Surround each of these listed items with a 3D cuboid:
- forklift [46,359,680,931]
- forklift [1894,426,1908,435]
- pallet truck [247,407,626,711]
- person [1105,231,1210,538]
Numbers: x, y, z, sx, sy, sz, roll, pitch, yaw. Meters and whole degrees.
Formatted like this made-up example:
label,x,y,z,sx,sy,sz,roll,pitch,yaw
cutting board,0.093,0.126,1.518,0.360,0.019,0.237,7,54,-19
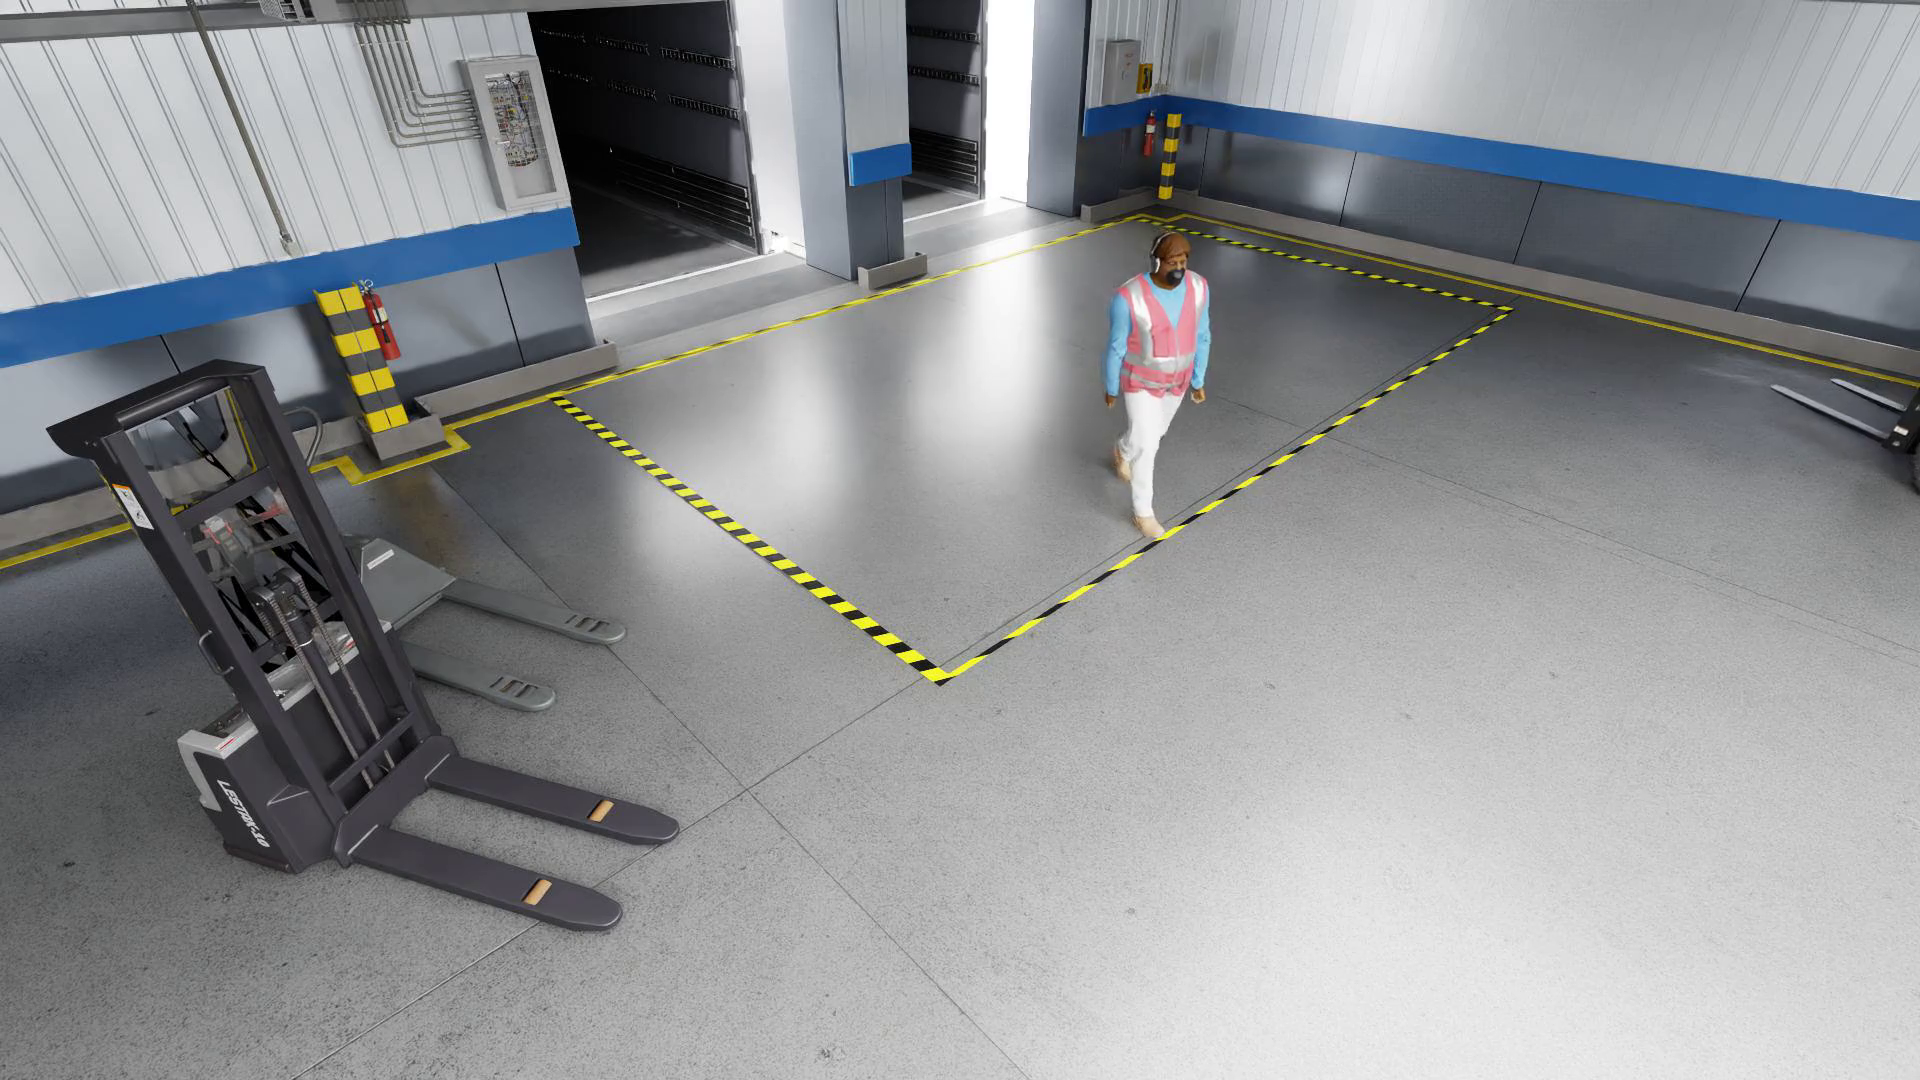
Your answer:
label,x,y,z,sx,sy,sz,roll,pitch,yaw
forklift,-2.135,0.422,3.354,1.885,1.965,0.823,10,35,14
forklift,7.205,-0.783,4.810,1.157,2.036,2.680,-6,35,-9
pallet truck,-2.628,0.038,4.590,1.601,1.201,0.680,12,36,18
person,1.169,-0.992,5.611,0.626,1.805,0.950,-13,36,-18
